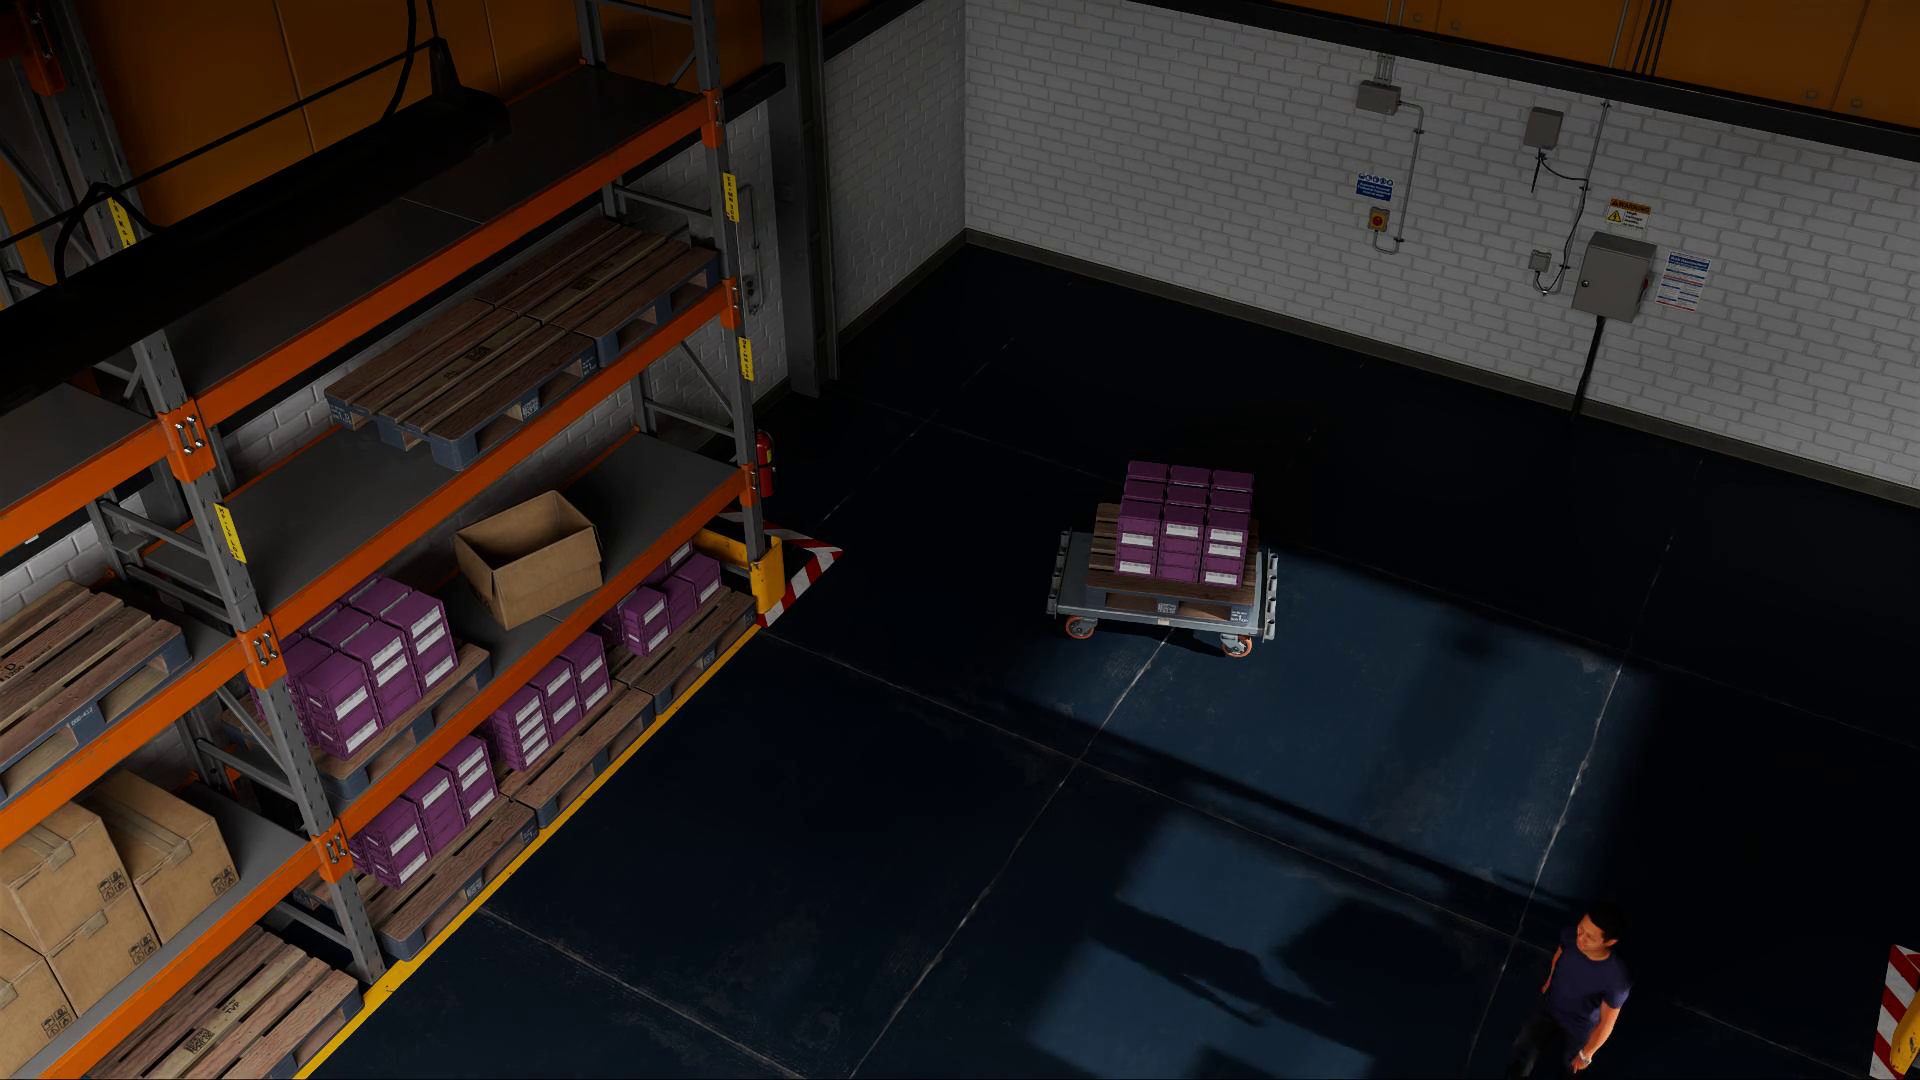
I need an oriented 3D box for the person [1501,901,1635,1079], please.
[{"bbox_3d":[3.298,2.478,8.752,1.000,1.754,0.919,-16,41,-19],"label":"person"}]
